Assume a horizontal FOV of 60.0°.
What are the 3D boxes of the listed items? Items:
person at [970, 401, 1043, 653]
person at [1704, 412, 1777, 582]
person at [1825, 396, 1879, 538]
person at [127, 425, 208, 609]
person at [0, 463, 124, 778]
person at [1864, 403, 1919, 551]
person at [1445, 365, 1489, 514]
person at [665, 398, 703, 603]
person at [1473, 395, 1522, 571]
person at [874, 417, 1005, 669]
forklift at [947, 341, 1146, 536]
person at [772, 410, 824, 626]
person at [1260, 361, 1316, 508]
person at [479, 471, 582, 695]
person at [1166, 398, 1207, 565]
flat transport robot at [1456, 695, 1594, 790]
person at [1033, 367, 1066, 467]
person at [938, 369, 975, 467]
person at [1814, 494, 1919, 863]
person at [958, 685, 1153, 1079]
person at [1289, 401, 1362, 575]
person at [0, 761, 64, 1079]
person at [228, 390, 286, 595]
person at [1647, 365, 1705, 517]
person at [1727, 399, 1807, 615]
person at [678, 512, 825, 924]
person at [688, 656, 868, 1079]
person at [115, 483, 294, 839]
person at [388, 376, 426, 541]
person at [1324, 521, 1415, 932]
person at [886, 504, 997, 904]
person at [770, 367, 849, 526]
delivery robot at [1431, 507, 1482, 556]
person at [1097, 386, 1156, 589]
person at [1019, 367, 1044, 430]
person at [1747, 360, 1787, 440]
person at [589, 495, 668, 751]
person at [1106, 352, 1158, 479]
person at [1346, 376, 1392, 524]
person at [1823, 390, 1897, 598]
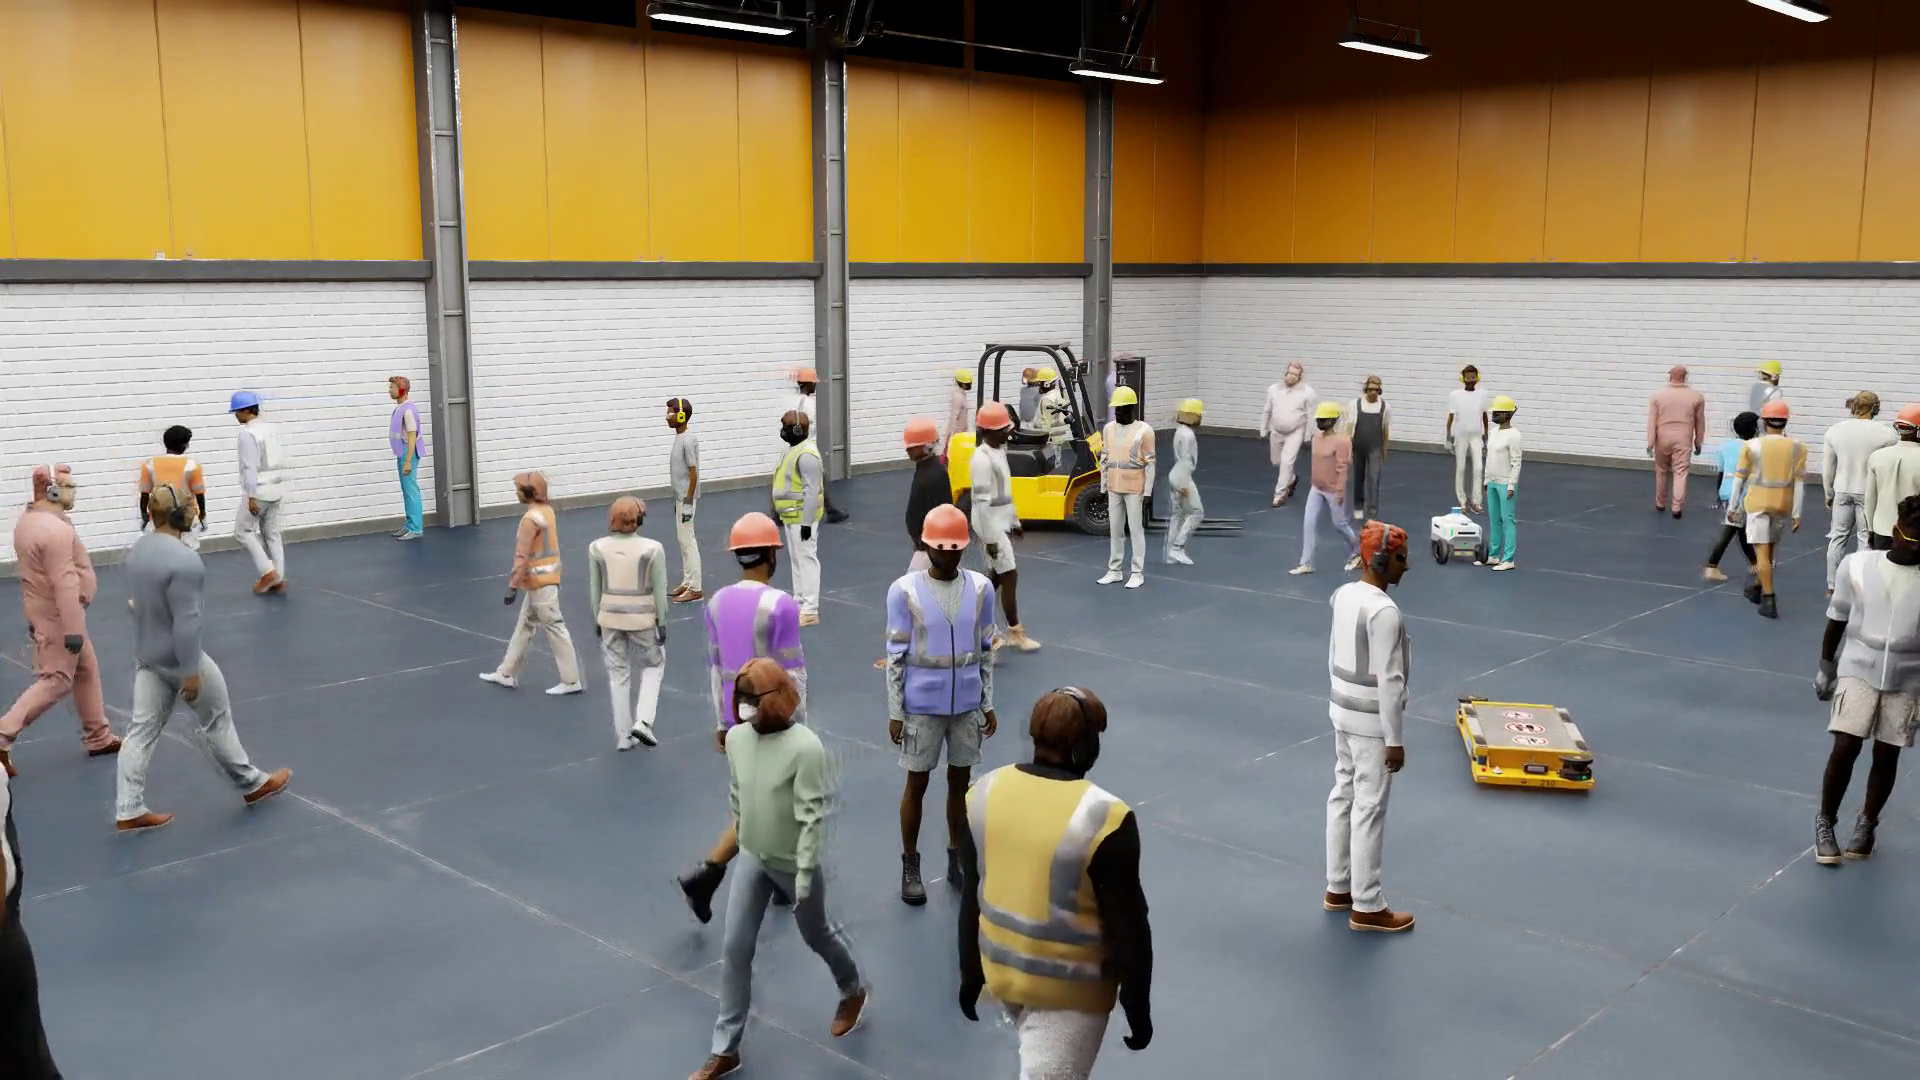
[{"bbox_3d":[0.373,-0.096,13.130,0.567,2.002,0.659,1,9,9],"label":"person"},{"bbox_3d":[7.631,-0.415,16.146,0.876,1.651,0.541,-1,9,-7],"label":"person"},{"bbox_3d":[10.129,-0.826,18.785,0.671,1.616,0.522,-7,11,-36],"label":"person"},{"bbox_3d":[-7.029,-0.181,14.704,0.725,1.659,0.320,-2,9,-12],"label":"person"},{"bbox_3d":[-5.519,0.471,10.060,0.889,1.878,0.654,-8,12,-41],"label":"person"},{"bbox_3d":[7.391,-0.074,13.019,0.376,1.995,0.612,-6,11,-32],"label":"person"},{"bbox_3d":[6.298,-1.224,20.554,0.573,1.833,0.803,1,9,5],"label":"person"},{"bbox_3d":[-2.536,-0.360,15.185,0.316,1.860,0.531,-3,10,-19],"label":"person"},{"bbox_3d":[5.450,-0.574,16.783,0.315,1.770,0.524,-2,10,-14],"label":"person"},{"bbox_3d":[-0.135,0.030,12.558,0.974,1.951,0.631,0,9,-3],"label":"person"},{"bbox_3d":[0.977,-1.223,19.452,2.313,2.155,1.214,2,9,11],"label":"forklift"},{"bbox_3d":[-1.381,-0.187,14.183,0.430,1.845,0.624,-3,10,-18],"label":"person"},{"bbox_3d":[4.235,-1.377,21.391,0.682,1.867,0.839,5,11,30],"label":"person"},{"bbox_3d":[-3.082,0.318,11.797,0.816,1.598,0.534,0,9,-2],"label":"person"},{"bbox_3d":[2.303,-0.590,16.995,0.408,1.725,0.502,0,9,-1],"label":"person"},{"bbox_3d":[3.469,1.232,10.285,0.652,0.197,1.431,2,9,12],"label":"flat transport robot"},{"bbox_3d":[1.106,-1.248,20.730,0.404,1.826,0.594,3,10,20],"label":"person"},{"bbox_3d":[-0.114,-1.437,22.218,0.757,1.722,0.569,1,9,3],"label":"person"},{"bbox_3d":[4.646,0.721,8.370,0.651,1.924,0.661,6,11,33],"label":"person"},{"bbox_3d":[0.229,1.342,4.985,0.640,1.808,0.930,9,13,44],"label":"person"},{"bbox_3d":[3.705,-0.525,16.588,0.852,1.731,0.530,-5,11,-30],"label":"person"},{"bbox_3d":[-3.278,1.162,5.300,0.680,2.000,1.022,1,9,6],"label":"person"},{"bbox_3d":[-6.527,-0.435,15.459,0.471,1.921,0.636,1,9,3],"label":"person"},{"bbox_3d":[8.819,-1.220,20.507,0.662,1.859,1.004,3,10,19],"label":"person"},{"bbox_3d":[7.160,-0.302,14.762,0.559,1.883,0.990,1,9,7],"label":"person"},{"bbox_3d":[-0.994,0.836,7.719,0.574,1.907,0.800,8,12,42],"label":"person"},{"bbox_3d":[-0.669,1.212,6.366,0.510,1.592,0.847,6,11,32],"label":"person"},{"bbox_3d":[-4.211,0.623,9.071,0.651,1.882,1.003,7,11,36],"label":"person"},{"bbox_3d":[-6.200,-0.920,18.653,0.389,1.847,0.563,-5,10,-27],"label":"person"},{"bbox_3d":[1.890,0.851,7.679,0.354,1.886,0.572,-2,9,-11],"label":"person"},{"bbox_3d":[-0.074,0.780,7.965,0.551,1.932,0.377,-3,10,-20],"label":"person"},{"bbox_3d":[-1.834,-1.099,19.658,1.012,1.883,0.575,-6,11,-31],"label":"person"},{"bbox_3d":[5.154,-0.097,17.275,0.477,0.478,0.707,0,9,-1],"label":"delivery robot"},{"bbox_3d":[1.570,-0.501,15.845,0.595,1.925,0.375,8,12,41],"label":"person"},{"bbox_3d":[1.084,-1.711,24.226,0.564,1.615,0.504,-6,11,-35],"label":"person"},{"bbox_3d":[10.805,-1.496,22.274,0.420,1.818,0.602,-1,9,-5],"label":"person"},{"bbox_3d":[-2.075,0.529,10.466,0.516,1.626,0.362,1,9,6],"label":"person"},{"bbox_3d":[2.392,-1.702,23.410,0.934,1.864,0.651,-9,13,-44],"label":"person"},{"bbox_3d":[4.850,-1.064,19.770,0.509,1.791,1.026,2,10,15],"label":"person"},{"bbox_3d":[8.207,-0.400,15.203,0.373,1.936,0.629,-8,12,-40],"label":"person"}]
